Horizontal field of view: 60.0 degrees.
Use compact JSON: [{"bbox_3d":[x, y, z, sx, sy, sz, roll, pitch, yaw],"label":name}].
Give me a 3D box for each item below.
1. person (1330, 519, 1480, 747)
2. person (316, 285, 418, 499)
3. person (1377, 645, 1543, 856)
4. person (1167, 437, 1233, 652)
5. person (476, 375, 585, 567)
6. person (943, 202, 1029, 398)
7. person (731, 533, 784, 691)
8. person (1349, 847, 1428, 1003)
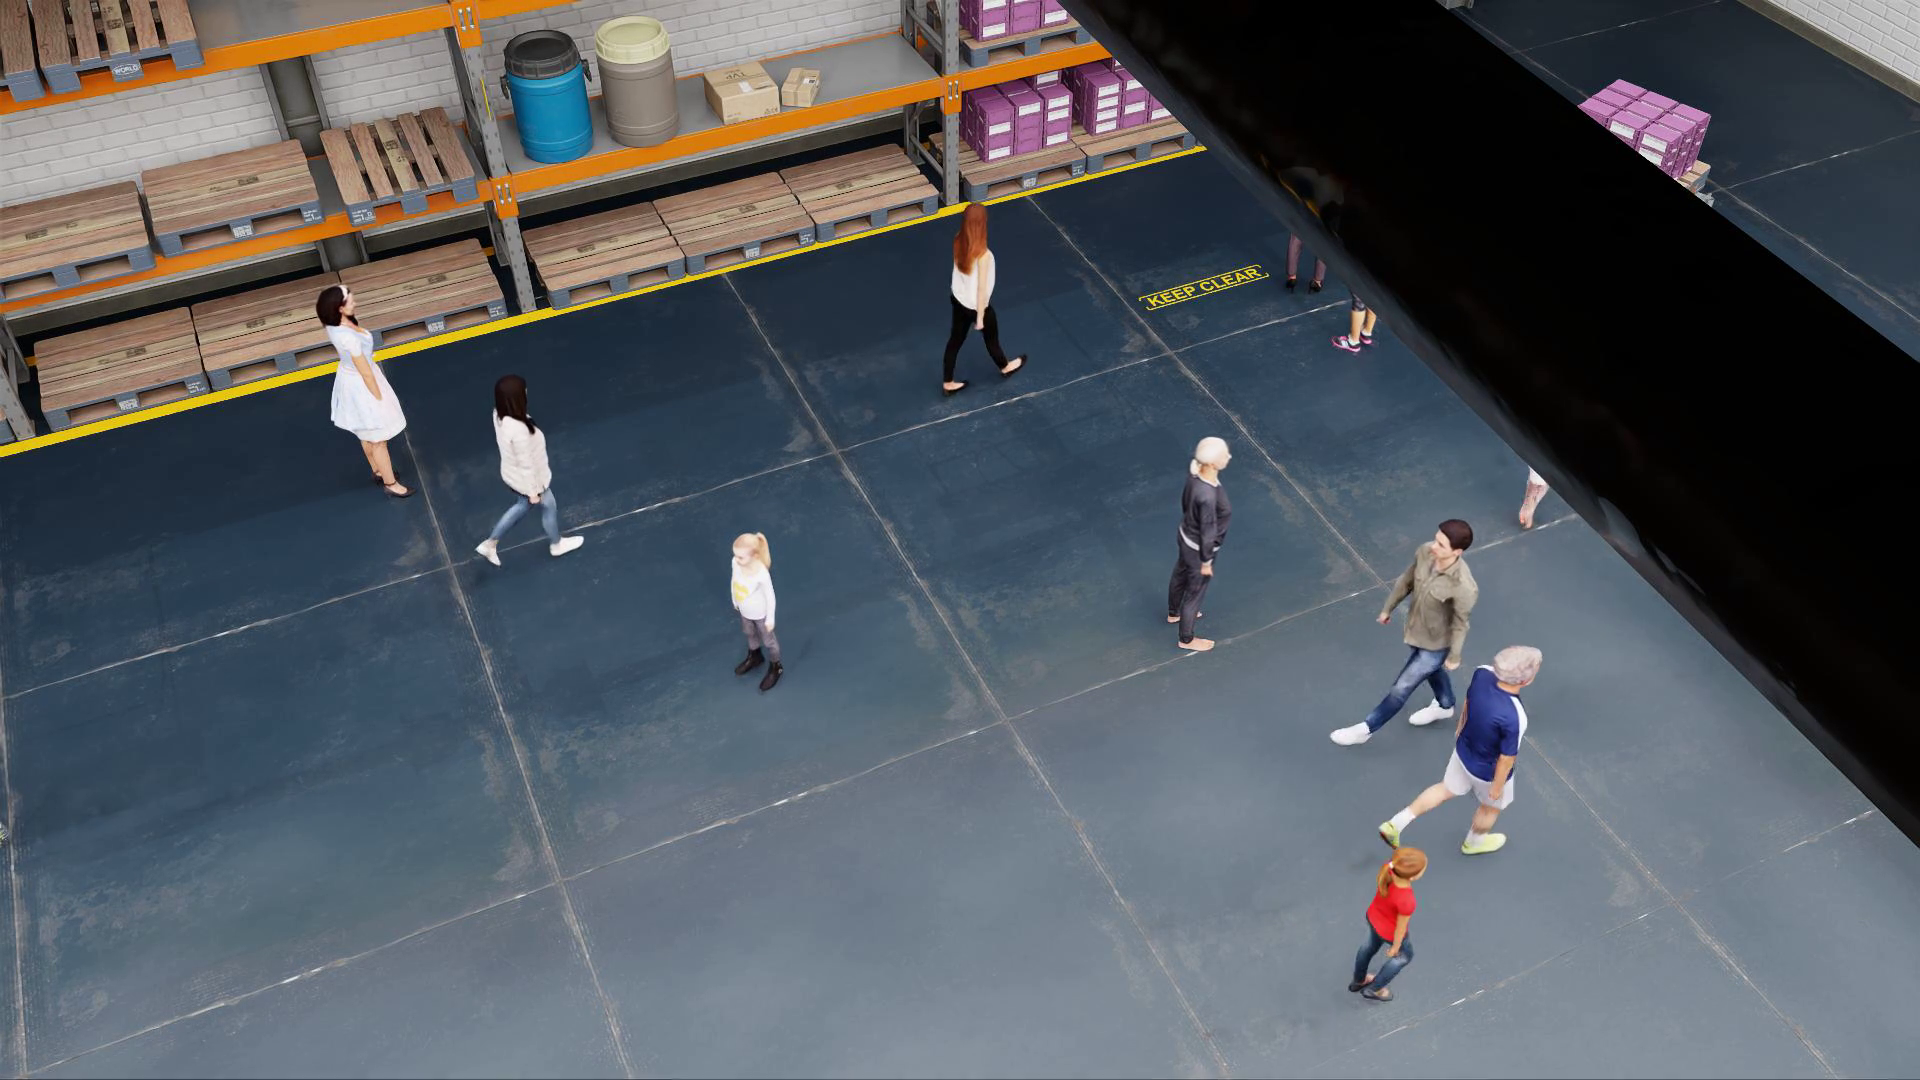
[{"bbox_3d":[2.980,0.574,10.286,1.192,1.815,0.833,-11,45,-12],"label":"person"},{"bbox_3d":[-4.298,-1.054,11.998,0.787,1.811,0.760,-28,50,-26],"label":"person"},{"bbox_3d":[2.927,1.270,9.556,1.098,1.815,0.716,-12,45,-13],"label":"person"},{"bbox_3d":[1.572,-0.004,10.957,0.618,1.725,0.658,-6,44,-6],"label":"person"},{"bbox_3d":[-3.077,-0.426,11.480,1.031,1.615,0.758,-28,50,-26],"label":"person"},{"bbox_3d":[0.017,-1.801,12.868,1.038,1.692,0.724,-26,50,-25],"label":"person"},{"bbox_3d":[-1.324,0.438,10.818,0.567,1.278,0.594,29,51,27],"label":"person"},{"bbox_3d":[2.273,2.103,9.053,0.527,1.303,0.490,-14,45,-15],"label":"person"}]
